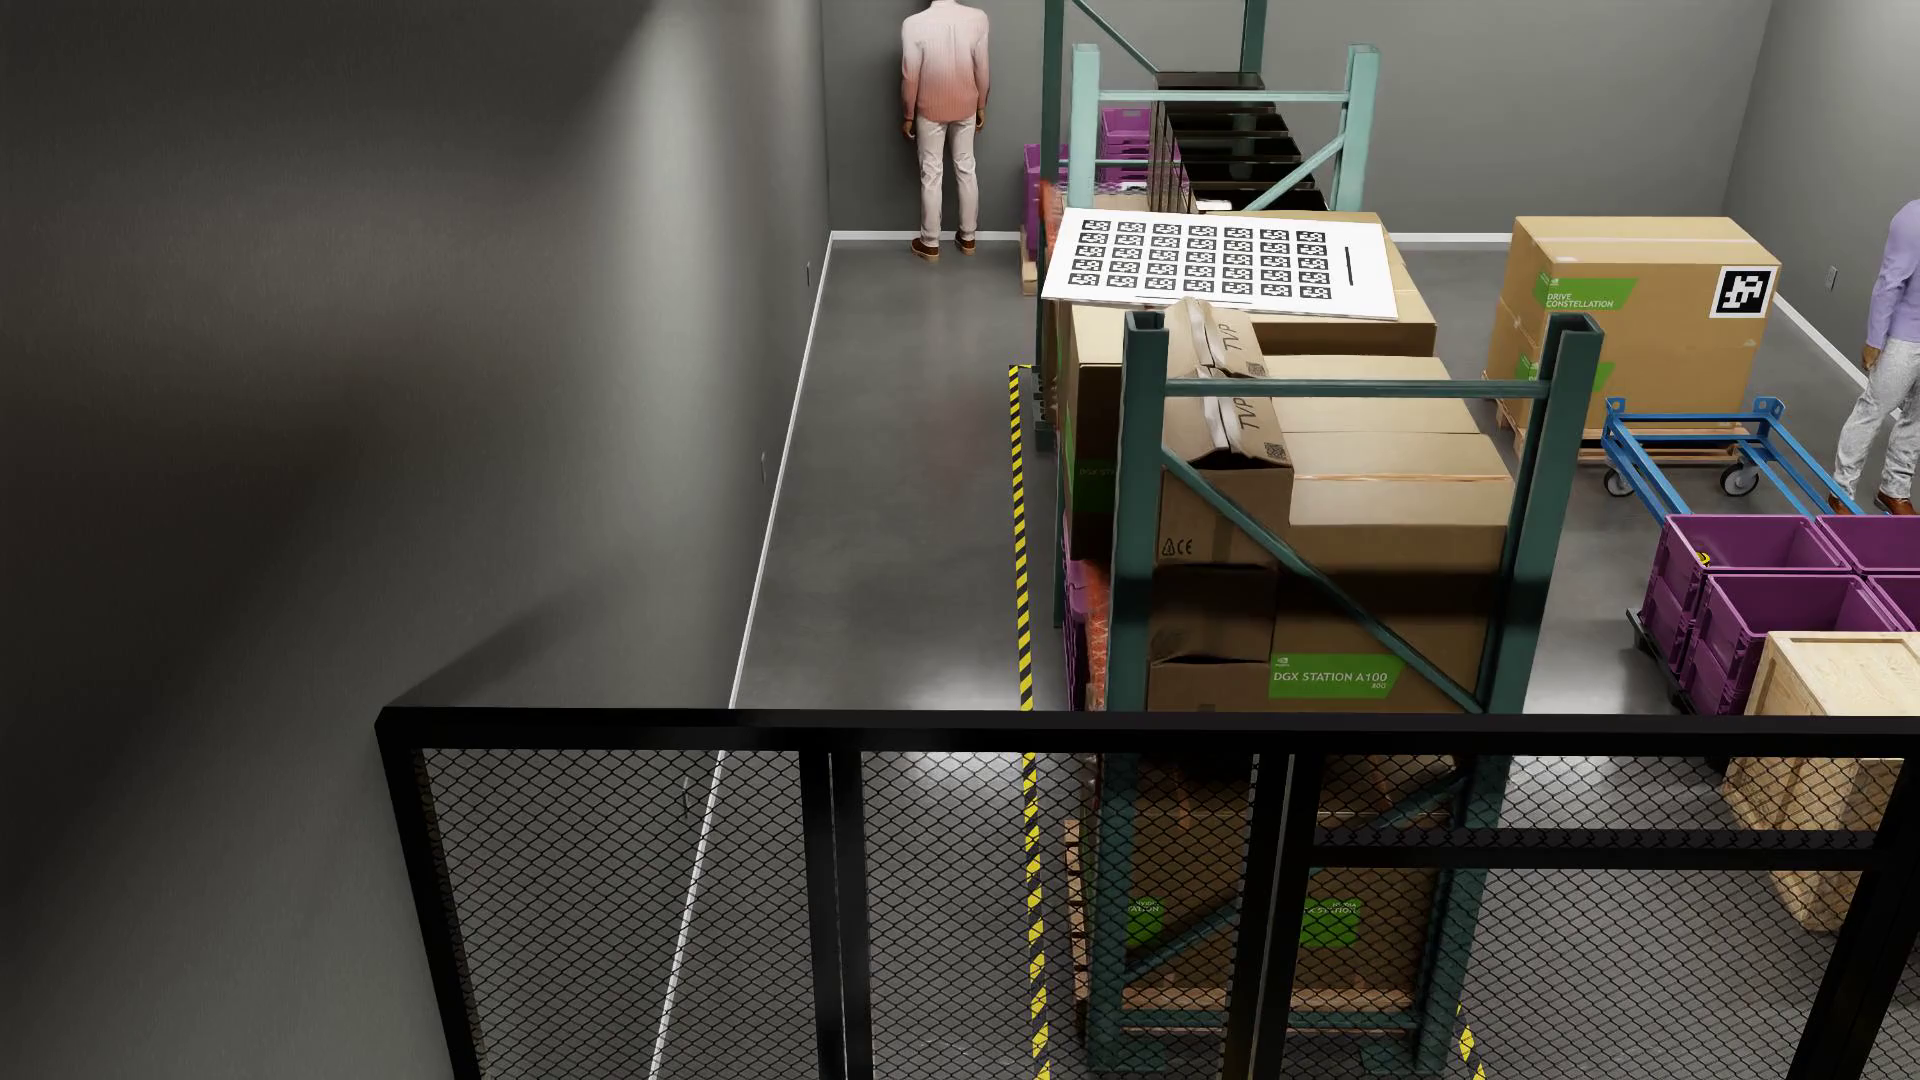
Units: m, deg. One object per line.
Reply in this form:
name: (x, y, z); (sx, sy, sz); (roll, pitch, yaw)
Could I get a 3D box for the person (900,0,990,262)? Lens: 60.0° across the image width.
person: (-0.102, -2.811, 10.831); (0.612, 1.995, 0.379); (-13, 33, -20)

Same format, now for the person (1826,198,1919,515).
person: (4.537, -0.944, 7.782); (0.627, 1.941, 0.371); (-1, 31, -1)
